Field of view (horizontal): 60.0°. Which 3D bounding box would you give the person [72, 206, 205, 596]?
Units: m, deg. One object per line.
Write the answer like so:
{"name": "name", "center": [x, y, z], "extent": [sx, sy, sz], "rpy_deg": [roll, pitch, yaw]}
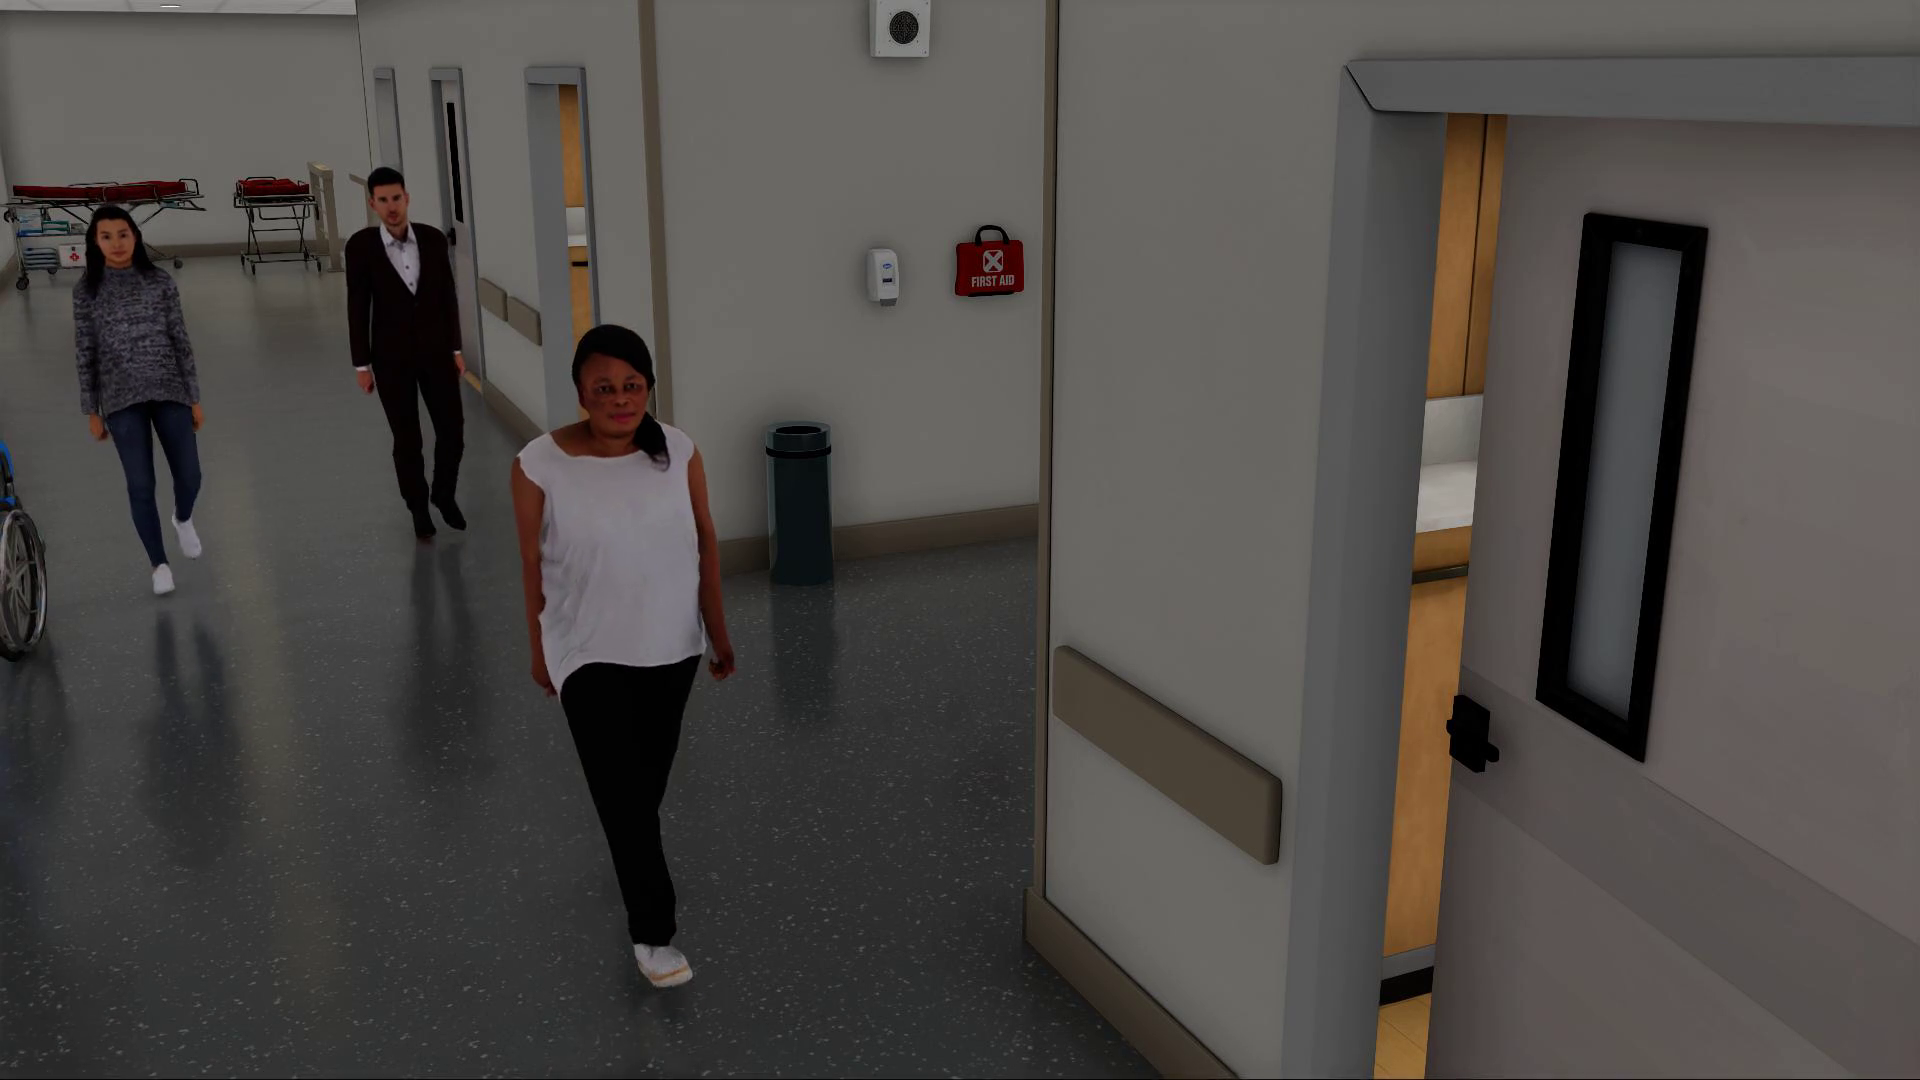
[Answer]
{"name": "person", "center": [-3.669, -0.636, 7.502], "extent": [0.638, 1.722, 0.744], "rpy_deg": [-7, 17, -23]}

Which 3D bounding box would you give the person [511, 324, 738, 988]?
{"name": "person", "center": [-0.888, 0.268, 4.433], "extent": [0.743, 1.648, 1.116], "rpy_deg": [-10, 18, -31]}

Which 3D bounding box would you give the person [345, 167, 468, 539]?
{"name": "person", "center": [-2.739, -0.921, 8.293], "extent": [0.706, 1.840, 0.666], "rpy_deg": [-9, 18, -28]}
